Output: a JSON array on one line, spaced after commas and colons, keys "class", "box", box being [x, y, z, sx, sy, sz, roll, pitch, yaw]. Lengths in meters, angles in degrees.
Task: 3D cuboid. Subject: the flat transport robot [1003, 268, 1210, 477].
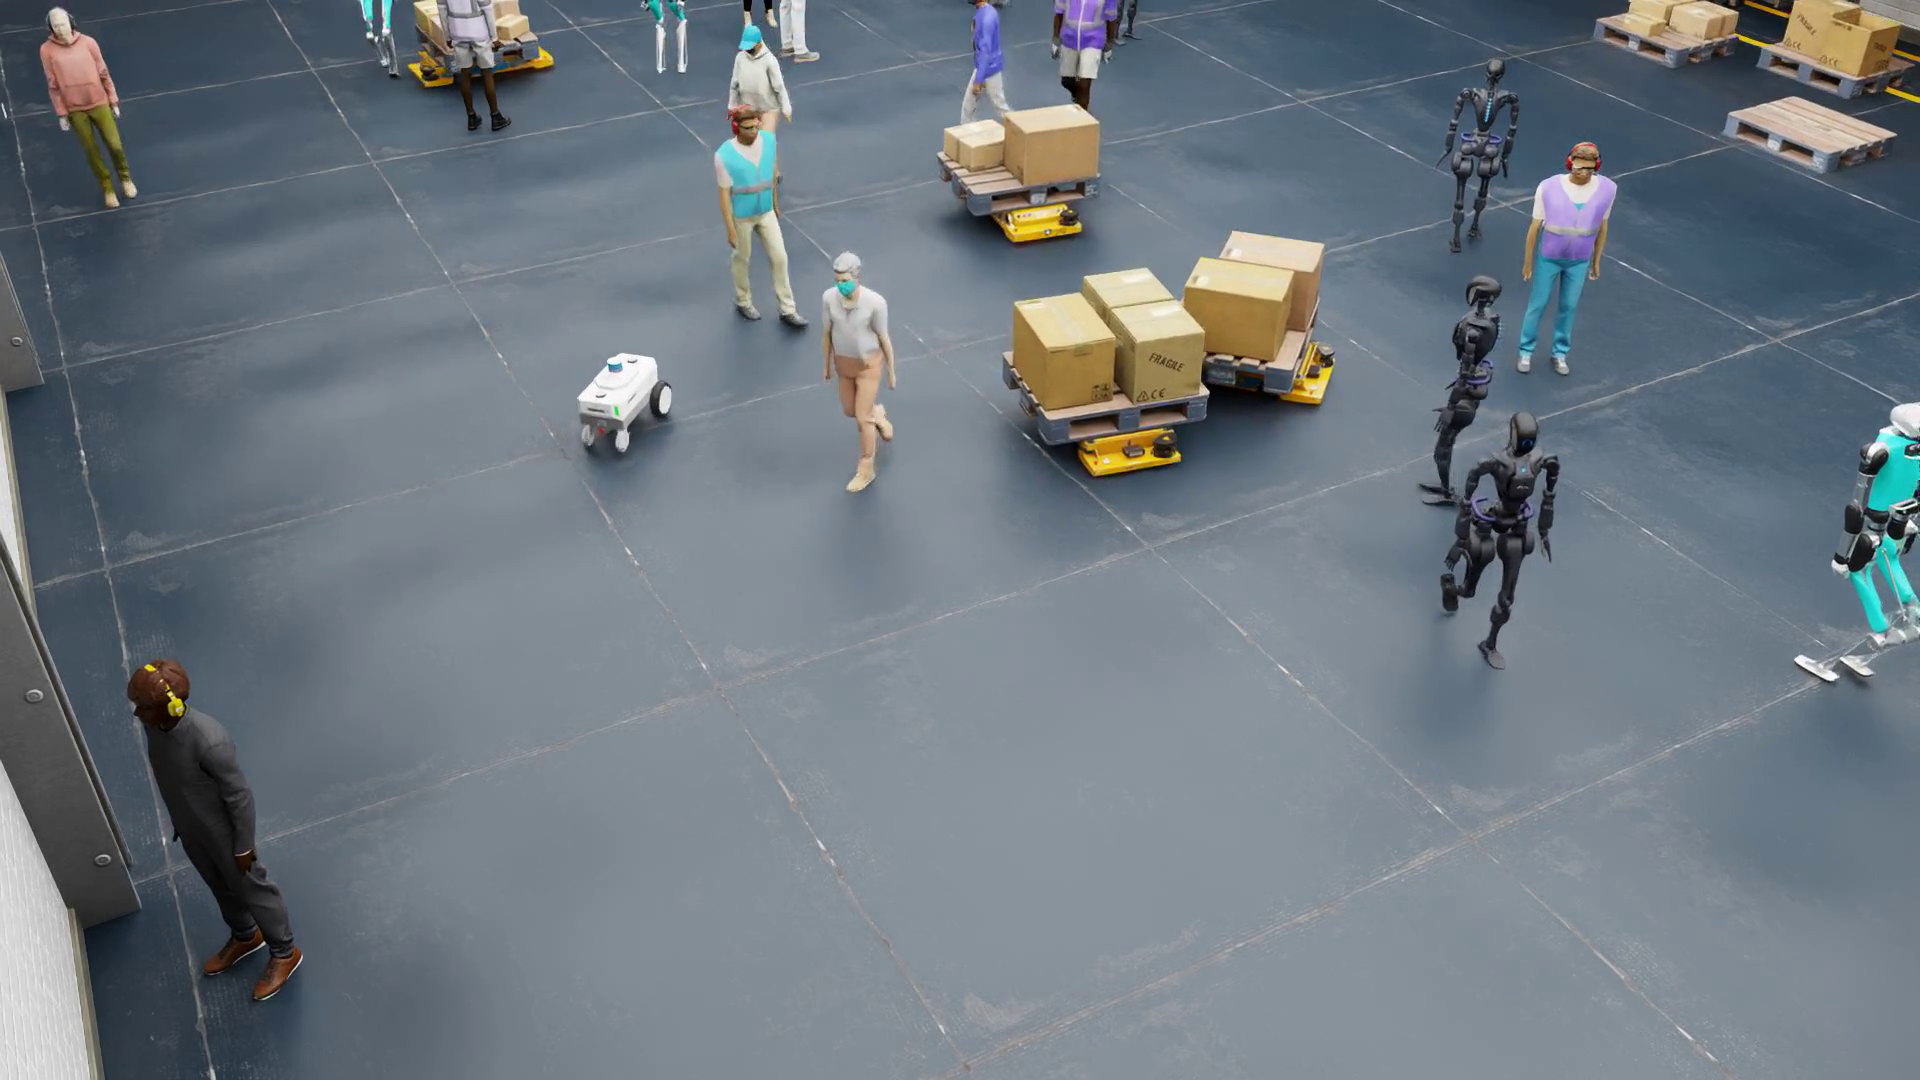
[{"class": "flat transport robot", "box": [1.021, -0.936, 12.053, 0.659, 0.231, 1.431, -10, 36, -14]}]

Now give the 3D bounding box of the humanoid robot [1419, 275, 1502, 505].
[{"class": "humanoid robot", "box": [3.288, -0.977, 10.886, 0.329, 1.656, 0.584, 13, 37, 17]}]

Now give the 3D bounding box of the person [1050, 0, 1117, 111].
[{"class": "person", "box": [1.212, -4.883, 16.246, 0.640, 1.929, 0.784, 10, 36, 14]}]

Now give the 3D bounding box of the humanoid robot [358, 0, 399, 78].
[{"class": "humanoid robot", "box": [-6.283, -5.816, 17.787, 0.533, 1.837, 0.829, -5, 35, -7]}]

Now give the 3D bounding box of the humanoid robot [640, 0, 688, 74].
[{"class": "humanoid robot", "box": [-3.167, -5.888, 17.845, 0.530, 1.779, 0.700, 2, 35, 3]}]

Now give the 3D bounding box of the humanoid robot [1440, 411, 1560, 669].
[{"class": "humanoid robot", "box": [3.118, -0.087, 9.638, 0.615, 1.632, 0.668, -4, 35, -5]}]

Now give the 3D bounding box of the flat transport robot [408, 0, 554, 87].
[{"class": "flat transport robot", "box": [-5.255, -5.253, 18.216, 1.431, 0.231, 0.659, -19, 39, -25]}]

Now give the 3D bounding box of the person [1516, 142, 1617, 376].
[{"class": "person", "box": [4.467, -2.097, 12.352, 0.565, 1.833, 0.396, 2, 35, 3]}]

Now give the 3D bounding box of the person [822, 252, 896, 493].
[{"class": "person", "box": [-0.651, -1.219, 11.204, 0.515, 1.713, 0.701, 14, 37, 19]}]

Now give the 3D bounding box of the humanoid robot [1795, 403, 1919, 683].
[{"class": "humanoid robot", "box": [5.213, 0.121, 9.218, 0.544, 1.751, 0.680, -15, 38, -20]}]

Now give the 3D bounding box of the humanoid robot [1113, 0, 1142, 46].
[{"class": "humanoid robot", "box": [1.940, -6.434, 18.662, 0.599, 1.657, 0.315, -27, 43, -33]}]

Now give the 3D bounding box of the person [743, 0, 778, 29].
[{"class": "person", "box": [-2.330, -6.723, 19.067, 0.531, 1.697, 0.320, -10, 36, -14]}]

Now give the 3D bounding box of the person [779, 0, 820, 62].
[{"class": "person", "box": [-1.817, -6.186, 18.140, 0.340, 1.882, 0.582, -22, 41, -28]}]

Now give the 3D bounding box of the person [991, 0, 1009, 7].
[{"class": "person", "box": [0.210, -7.319, 19.761, 0.552, 1.875, 1.040, -27, 43, -33]}]

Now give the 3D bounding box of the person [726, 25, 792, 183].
[{"class": "person", "box": [-1.831, -3.845, 15.018, 0.570, 1.622, 0.839, 15, 38, 20]}]

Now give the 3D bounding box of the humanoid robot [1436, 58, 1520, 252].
[{"class": "humanoid robot", "box": [4.410, -3.329, 14.247, 0.598, 1.646, 0.561, 7, 36, 10]}]

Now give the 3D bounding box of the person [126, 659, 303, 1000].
[{"class": "person", "box": [-3.360, 1.293, 7.471, 0.502, 1.873, 0.343, 18, 39, 23]}]

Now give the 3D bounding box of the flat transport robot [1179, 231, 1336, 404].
[{"class": "flat transport robot", "box": [2.094, -1.369, 12.670, 1.431, 0.231, 0.659, 11, 37, 16]}]

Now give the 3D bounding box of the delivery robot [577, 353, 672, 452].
[{"class": "delivery robot", "box": [-2.444, -1.028, 11.928, 0.499, 0.587, 0.769, 9, 36, 13]}]

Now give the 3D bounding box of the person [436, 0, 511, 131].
[{"class": "person", "box": [-4.823, -5.008, 16.415, 0.552, 1.933, 0.365, 4, 35, 5]}]

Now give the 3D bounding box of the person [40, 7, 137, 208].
[{"class": "person", "box": [-7.800, -3.853, 14.862, 0.522, 1.824, 0.432, -15, 38, -20]}]

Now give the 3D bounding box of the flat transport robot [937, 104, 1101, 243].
[{"class": "flat transport robot", "box": [0.530, -3.111, 15.158, 0.659, 0.231, 1.431, -12, 37, -16]}]

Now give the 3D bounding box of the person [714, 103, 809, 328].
[{"class": "person", "box": [-1.551, -2.481, 12.905, 0.606, 1.810, 0.829, -27, 43, -33]}]

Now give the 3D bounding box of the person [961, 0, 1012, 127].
[{"class": "person", "box": [0.294, -4.451, 15.723, 0.912, 1.825, 0.514, -7, 36, -9]}]
